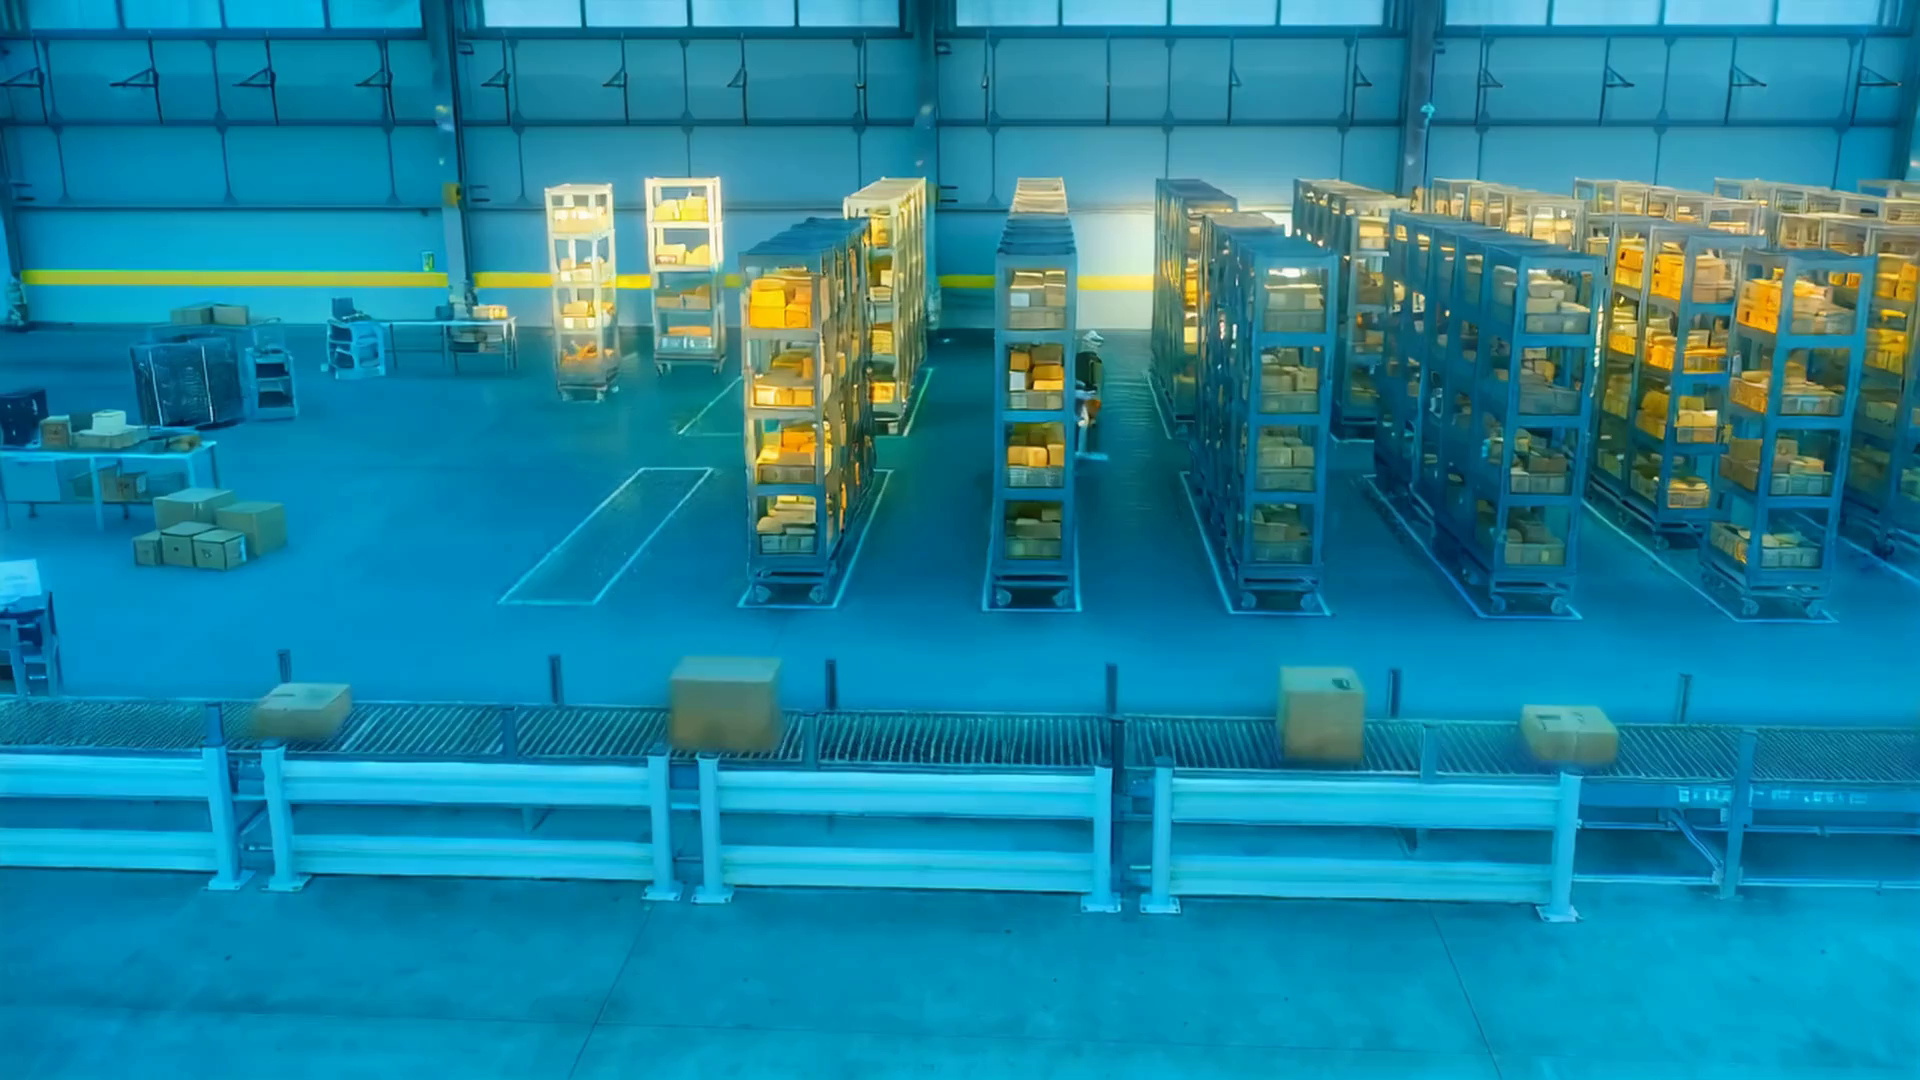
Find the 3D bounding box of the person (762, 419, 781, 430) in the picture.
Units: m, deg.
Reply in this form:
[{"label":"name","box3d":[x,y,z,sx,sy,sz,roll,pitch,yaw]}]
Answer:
[{"label":"person","box3d":[-2.264,-1.613,21.921,0.668,1.902,0.487,9,17,30]}]

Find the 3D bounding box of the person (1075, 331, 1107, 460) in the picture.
[{"label":"person","box3d":[1.873,-2.057,23.700,0.404,1.830,0.599,-10,18,-33]}]
